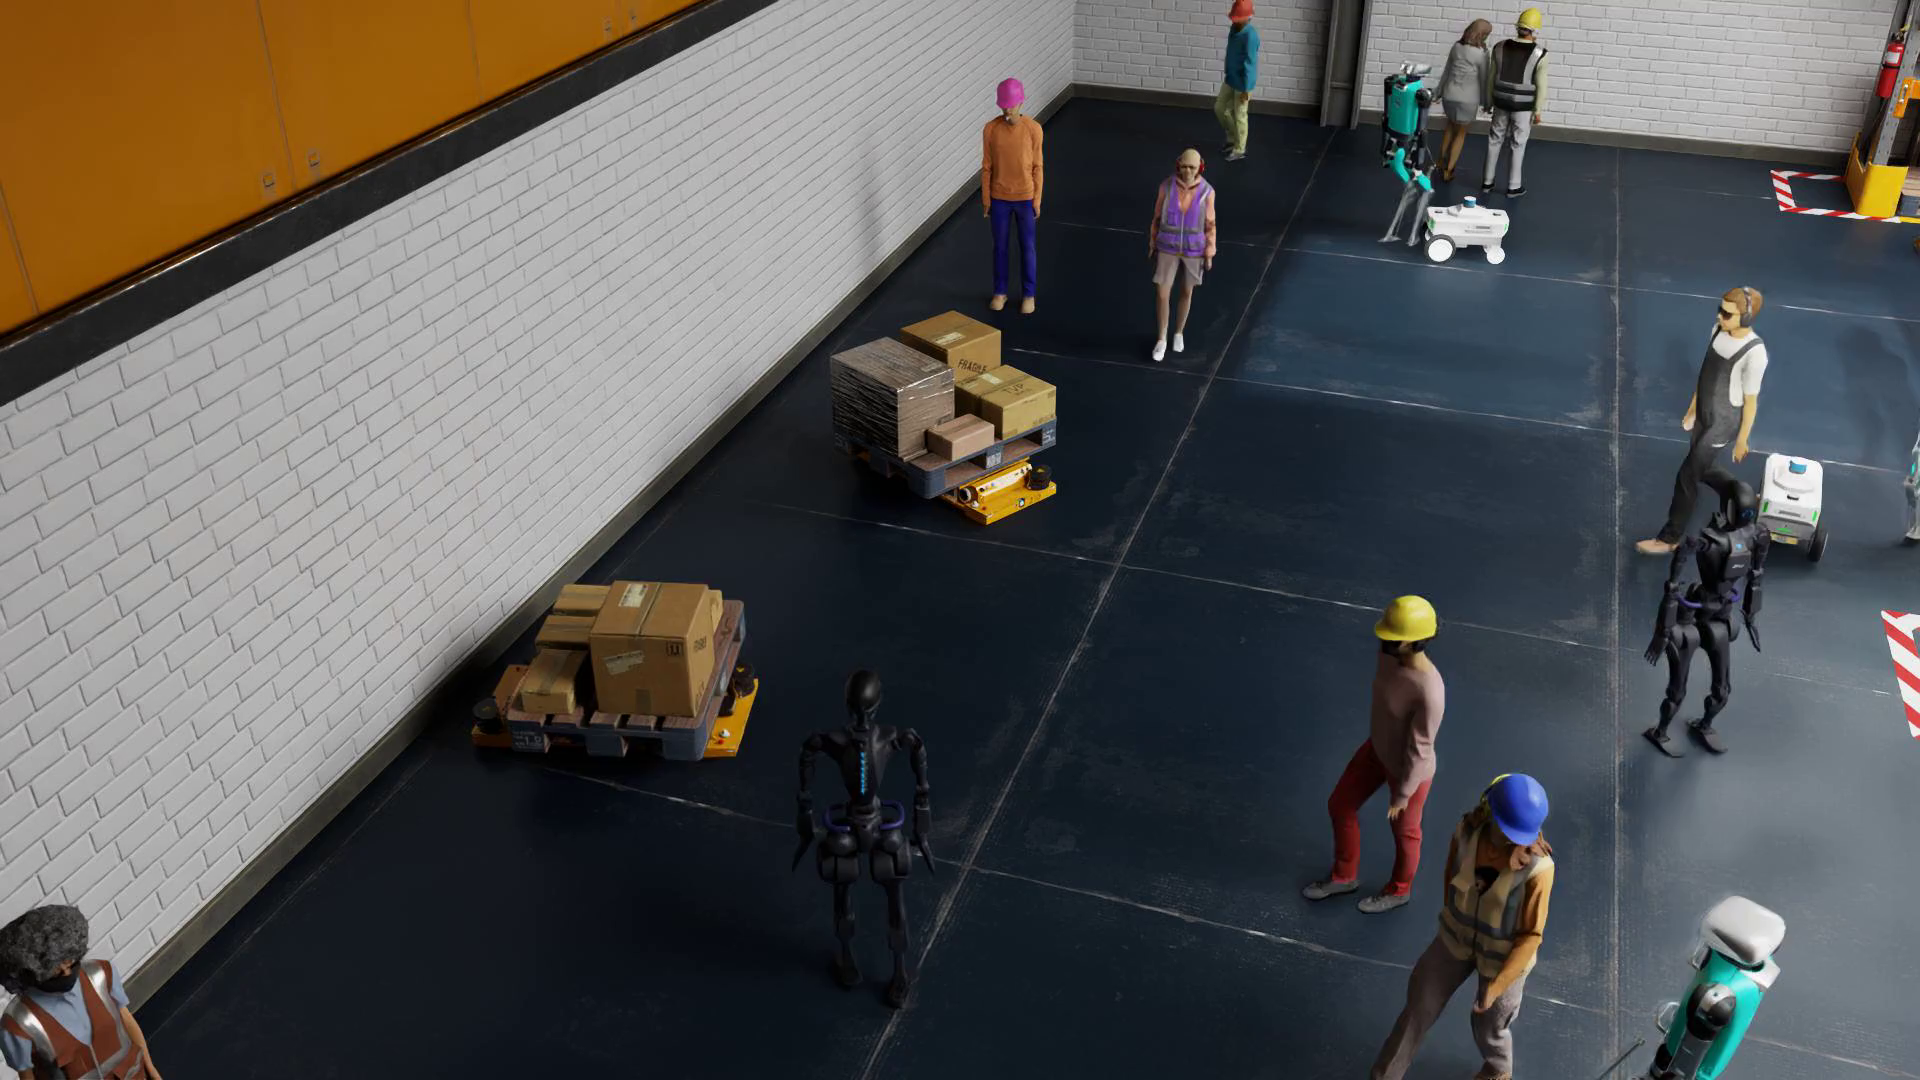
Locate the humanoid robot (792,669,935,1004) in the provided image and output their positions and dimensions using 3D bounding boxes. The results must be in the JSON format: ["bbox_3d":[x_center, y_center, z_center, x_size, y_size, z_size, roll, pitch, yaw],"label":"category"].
[{"bbox_3d":[-0.419,1.266,7.079,0.615,1.645,0.335,-3,31,-5],"label":"humanoid robot"}]

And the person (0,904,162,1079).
[{"bbox_3d":[-3.059,1.968,5.884,0.310,1.683,0.426,19,36,30],"label":"person"}]

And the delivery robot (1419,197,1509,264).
[{"bbox_3d":[4.572,-2.821,15.158,0.788,0.610,0.499,4,31,6],"label":"delivery robot"}]

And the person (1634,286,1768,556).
[{"bbox_3d":[4.787,-0.745,10.373,0.810,1.812,0.500,-1,30,-2],"label":"person"}]

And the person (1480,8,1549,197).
[{"bbox_3d":[5.482,-4.314,16.425,0.599,1.828,0.403,24,38,34],"label":"person"}]

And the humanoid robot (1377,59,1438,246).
[{"bbox_3d":[4.179,-3.524,15.167,0.755,1.762,0.563,-17,35,-27],"label":"humanoid robot"}]

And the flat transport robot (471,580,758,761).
[{"bbox_3d":[-1.873,0.898,9.098,1.431,0.231,0.659,2,31,4],"label":"flat transport robot"}]

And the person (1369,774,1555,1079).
[{"bbox_3d":[1.993,1.604,6.450,0.489,1.723,0.677,26,39,37],"label":"person"}]

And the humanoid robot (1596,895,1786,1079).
[{"bbox_3d":[2.361,1.959,5.957,0.712,1.906,0.548,25,38,35],"label":"humanoid robot"}]

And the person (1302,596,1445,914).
[{"bbox_3d":[1.865,1.003,7.449,0.625,1.742,0.551,-8,31,-13],"label":"person"}]

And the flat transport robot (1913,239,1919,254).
[{"bbox_3d":[9.454,-2.559,14.979,1.431,0.231,0.659,8,31,13],"label":"flat transport robot"}]

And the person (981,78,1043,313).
[{"bbox_3d":[0.427,-2.853,13.805,0.517,1.973,0.400,5,31,8],"label":"person"}]

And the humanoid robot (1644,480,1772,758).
[{"bbox_3d":[3.834,0.415,8.535,0.600,1.637,0.362,-6,31,-10],"label":"humanoid robot"}]

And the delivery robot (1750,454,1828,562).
[{"bbox_3d":[5.366,-0.256,10.772,0.499,0.587,0.767,13,33,21],"label":"delivery robot"}]

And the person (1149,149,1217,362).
[{"bbox_3d":[1.735,-2.209,12.983,0.526,1.670,0.632,4,31,7],"label":"person"}]

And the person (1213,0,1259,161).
[{"bbox_3d":[2.884,-4.789,17.343,0.428,1.716,0.589,-11,32,-18],"label":"person"}]

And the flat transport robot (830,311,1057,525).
[{"bbox_3d":[-0.067,-0.537,11.539,0.659,0.231,1.431,-25,38,-35],"label":"flat transport robot"}]

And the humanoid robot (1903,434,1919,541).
[{"bbox_3d":[6.202,-0.697,10.369,0.709,1.803,0.534,-25,39,-36],"label":"humanoid robot"}]

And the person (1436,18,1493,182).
[{"bbox_3d":[5.113,-4.477,16.882,0.549,1.636,0.495,25,39,36],"label":"person"}]
